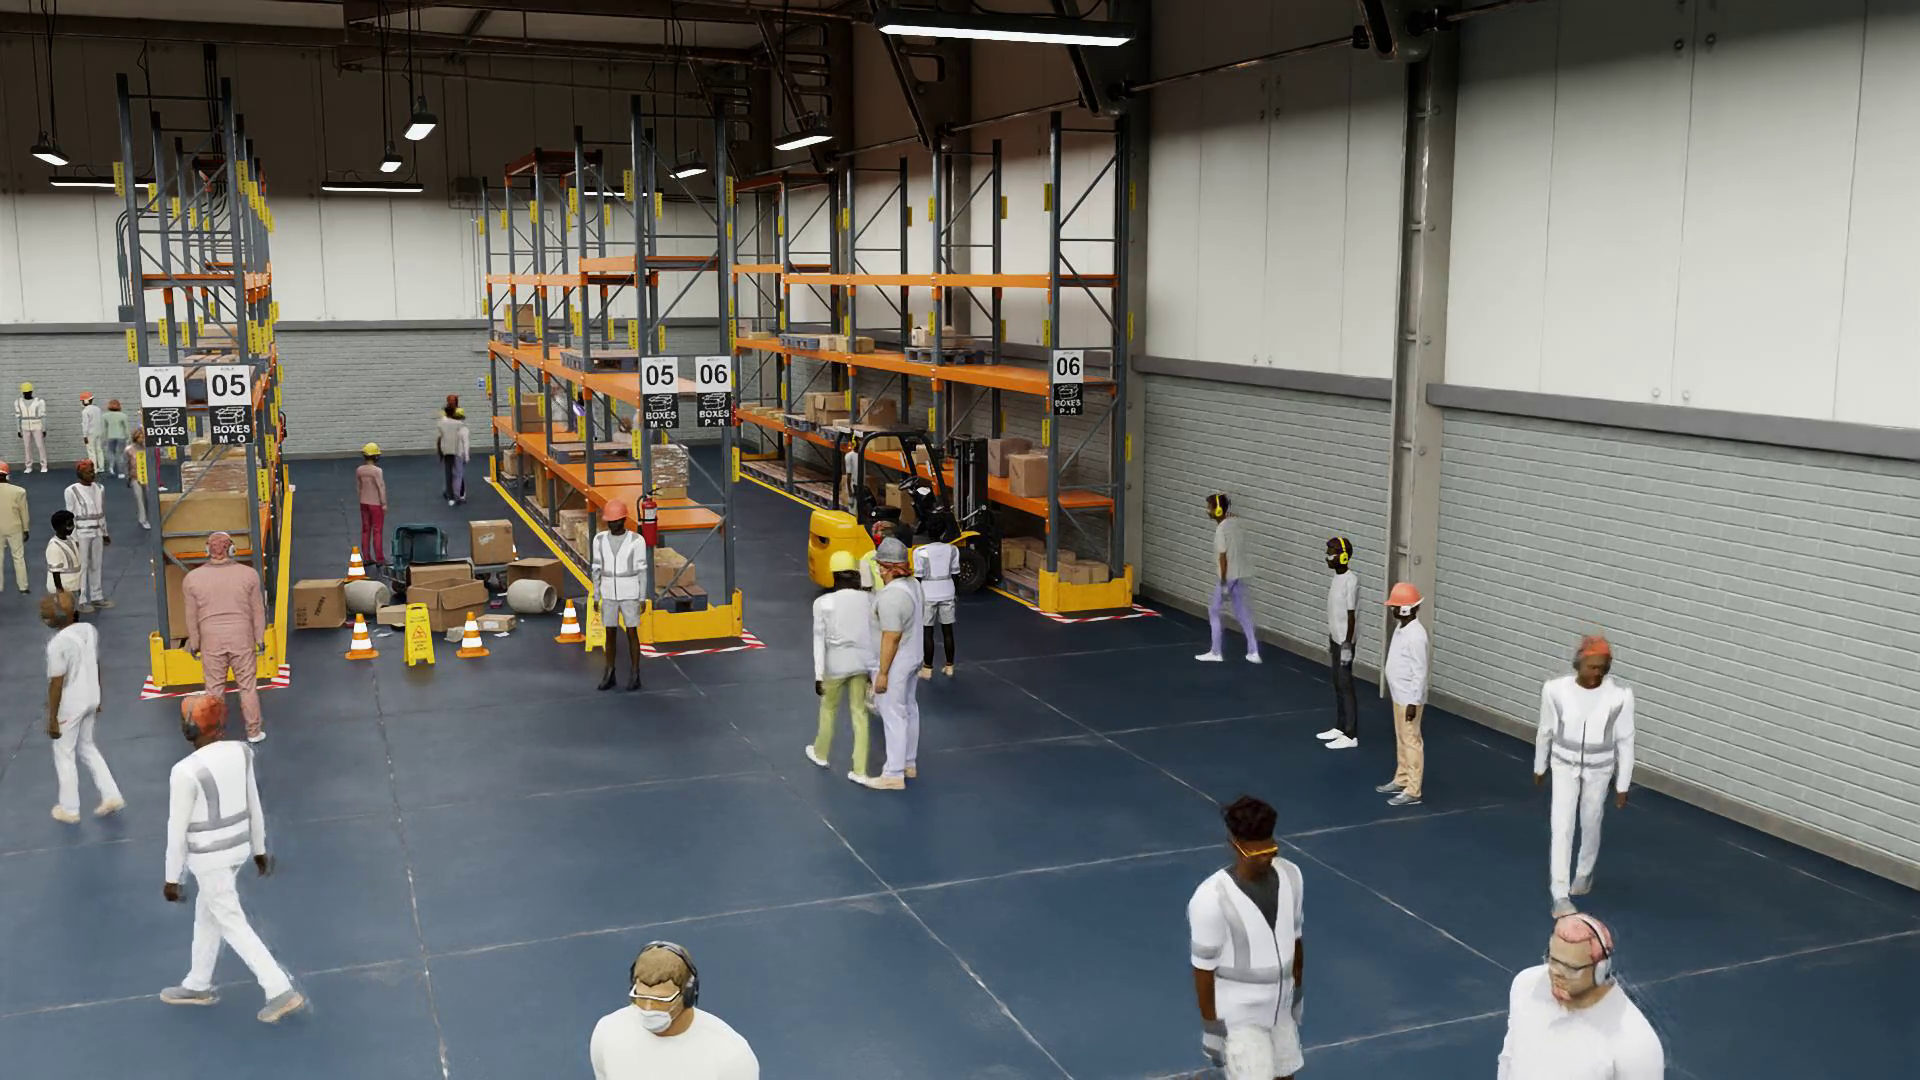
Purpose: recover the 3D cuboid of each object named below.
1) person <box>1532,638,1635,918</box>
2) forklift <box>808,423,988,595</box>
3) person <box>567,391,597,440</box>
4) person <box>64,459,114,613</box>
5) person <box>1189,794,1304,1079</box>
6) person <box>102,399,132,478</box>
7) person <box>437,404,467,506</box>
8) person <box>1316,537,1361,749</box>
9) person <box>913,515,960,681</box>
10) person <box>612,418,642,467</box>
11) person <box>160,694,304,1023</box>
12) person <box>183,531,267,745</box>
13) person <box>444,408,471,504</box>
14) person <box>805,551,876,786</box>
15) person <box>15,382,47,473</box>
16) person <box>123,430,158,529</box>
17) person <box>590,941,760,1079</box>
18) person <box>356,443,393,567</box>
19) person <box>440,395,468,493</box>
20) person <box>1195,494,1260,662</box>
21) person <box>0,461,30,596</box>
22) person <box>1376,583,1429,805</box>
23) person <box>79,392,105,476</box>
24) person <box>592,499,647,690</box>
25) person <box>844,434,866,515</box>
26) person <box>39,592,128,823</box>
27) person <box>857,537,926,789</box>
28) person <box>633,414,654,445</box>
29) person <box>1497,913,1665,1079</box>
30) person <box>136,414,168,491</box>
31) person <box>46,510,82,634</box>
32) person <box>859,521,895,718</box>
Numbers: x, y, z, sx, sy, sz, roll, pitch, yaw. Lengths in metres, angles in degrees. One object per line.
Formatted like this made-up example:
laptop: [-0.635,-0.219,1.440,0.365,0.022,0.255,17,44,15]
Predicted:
person: [4.027,1.510,10.786,0.617,1.826,1.010,4,10,21]
forklift: [-0.830,-0.399,21.676,2.313,2.155,1.214,-4,10,-21]
person: [-7.555,-2.080,33.409,0.613,1.836,0.429,-9,13,-44]
person: [-10.738,-0.058,20.507,0.352,1.881,0.576,3,9,17]
person: [1.233,2.018,7.310,0.649,1.930,0.723,-6,11,-34]
person: [-17.226,-2.073,34.006,0.516,1.623,0.380,-1,9,-7]
person: [-9.196,-1.550,30.140,0.501,1.814,0.974,-2,9,-13]
person: [3.340,0.895,14.596,0.327,1.861,0.510,-1,9,-3]
person: [-0.251,0.589,17.019,0.541,1.696,0.315,-5,10,-27]
person: [-5.925,-1.376,29.654,0.541,1.609,0.533,-1,9,-7]
person: [-4.069,1.757,9.221,0.951,1.850,0.602,2,9,13]
person: [-6.422,0.872,14.599,0.649,1.904,0.396,-4,10,-22]
person: [-9.079,-1.520,30.151,0.553,1.740,0.439,6,11,35]
person: [-0.978,1.018,13.694,0.620,1.882,0.930,-5,10,-26]
person: [-19.442,-2.346,34.819,0.586,1.915,0.411,-2,9,-11]
person: [-13.431,-1.003,27.286,0.666,1.622,0.528,7,11,37]
person: [-0.975,2.274,5.689,0.631,1.932,0.362,4,10,22]
person: [-8.335,-0.497,23.634,0.523,1.769,0.316,5,10,29]
person: [-9.649,-1.825,31.662,0.578,1.879,0.349,7,11,37]
person: [2.905,0.421,17.717,0.693,1.830,0.526,5,10,30]
person: [-12.345,-0.147,21.514,0.563,1.742,0.361,-4,10,-23]
person: [3.477,1.196,13.025,0.339,1.748,0.564,0,9,2]
person: [-17.981,-2.194,34.394,0.350,1.743,0.563,0,9,3]
person: [-3.391,0.545,16.547,0.551,1.933,0.376,1,9,6]
person: [-1.507,-0.668,24.381,0.327,1.874,0.520,3,10,20]
person: [-6.667,1.263,12.465,0.544,1.816,0.564,2,9,10]
person: [-0.574,0.984,13.453,0.536,2.000,0.674,3,9,17]
person: [-6.160,-1.924,32.688,0.622,1.768,0.869,-7,12,-38]
person: [2.249,2.237,6.040,0.543,1.886,0.662,-5,10,-26]
person: [-15.516,-1.742,31.886,0.501,1.633,0.283,1,9,7]
person: [-9.425,0.515,17.519,0.320,1.686,0.542,-2,9,-10]
person: [-0.753,0.731,15.657,0.375,1.846,0.570,5,10,28]
